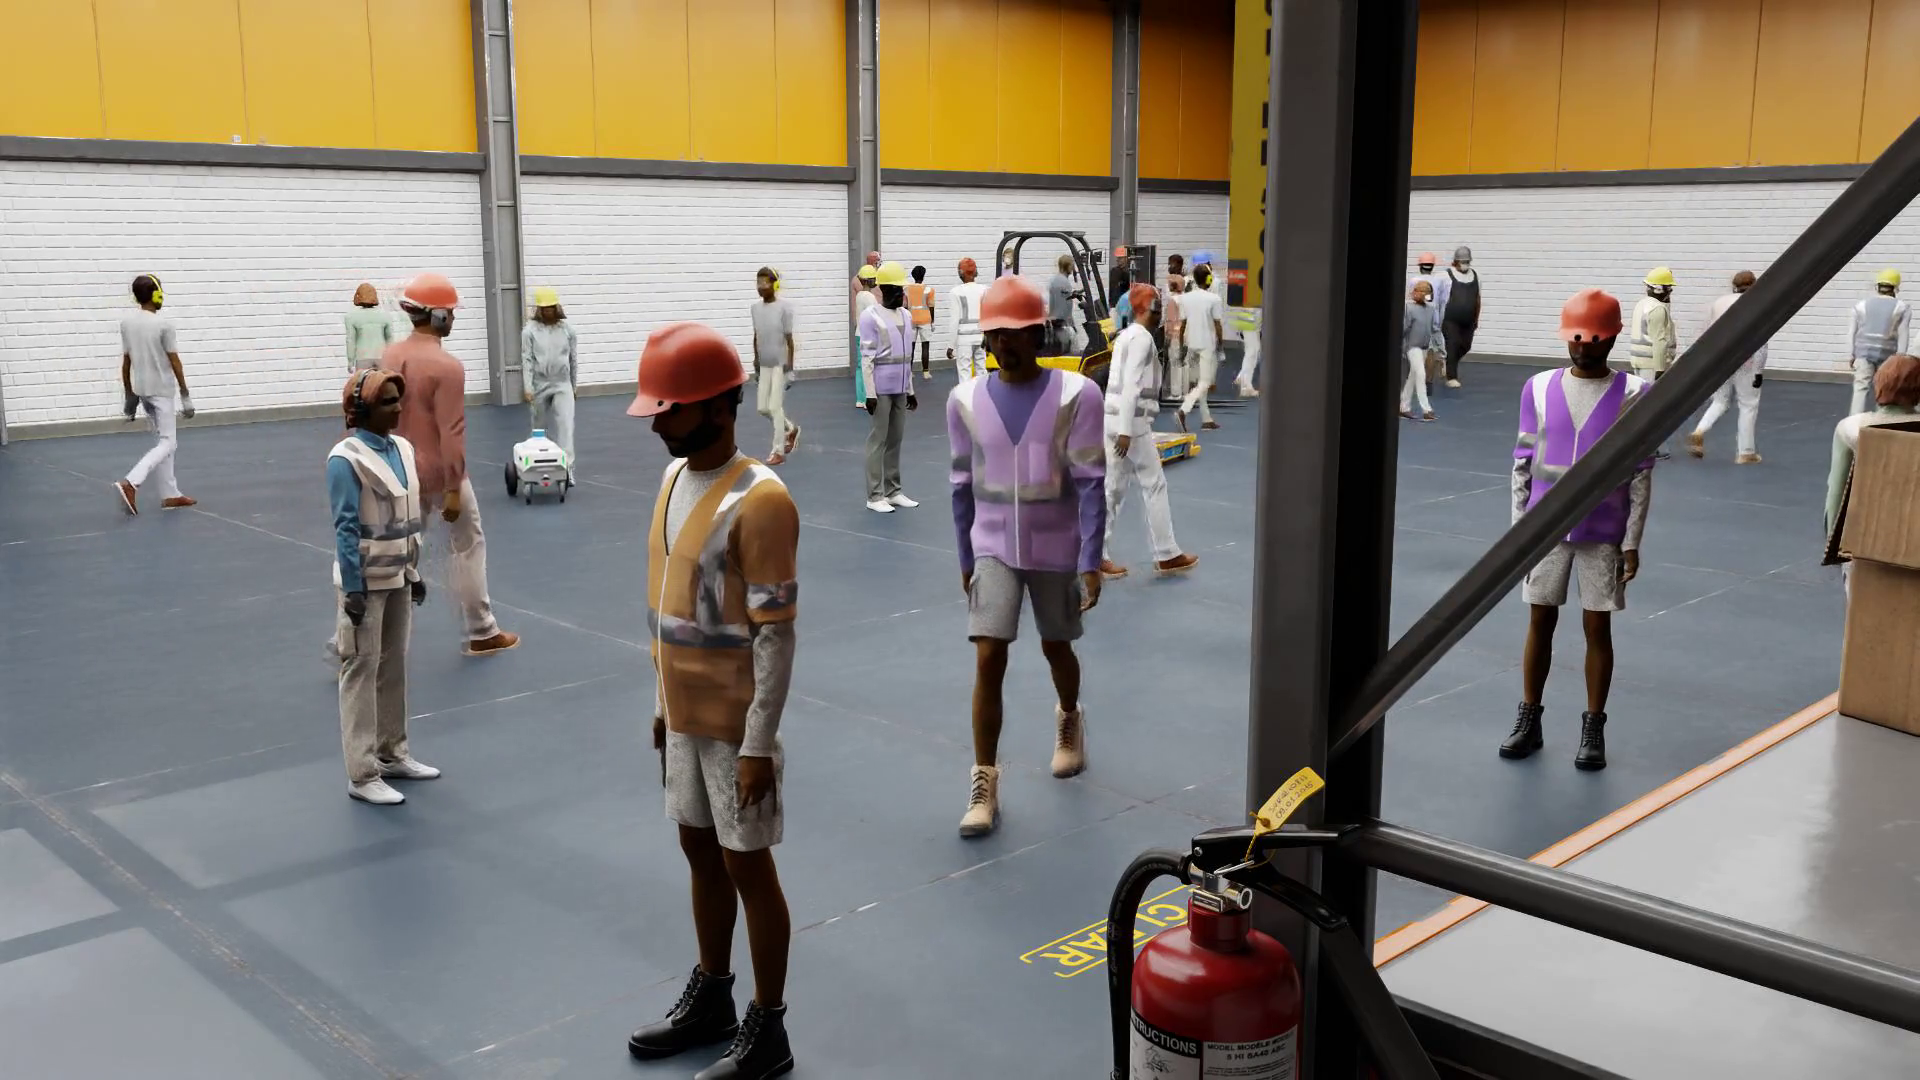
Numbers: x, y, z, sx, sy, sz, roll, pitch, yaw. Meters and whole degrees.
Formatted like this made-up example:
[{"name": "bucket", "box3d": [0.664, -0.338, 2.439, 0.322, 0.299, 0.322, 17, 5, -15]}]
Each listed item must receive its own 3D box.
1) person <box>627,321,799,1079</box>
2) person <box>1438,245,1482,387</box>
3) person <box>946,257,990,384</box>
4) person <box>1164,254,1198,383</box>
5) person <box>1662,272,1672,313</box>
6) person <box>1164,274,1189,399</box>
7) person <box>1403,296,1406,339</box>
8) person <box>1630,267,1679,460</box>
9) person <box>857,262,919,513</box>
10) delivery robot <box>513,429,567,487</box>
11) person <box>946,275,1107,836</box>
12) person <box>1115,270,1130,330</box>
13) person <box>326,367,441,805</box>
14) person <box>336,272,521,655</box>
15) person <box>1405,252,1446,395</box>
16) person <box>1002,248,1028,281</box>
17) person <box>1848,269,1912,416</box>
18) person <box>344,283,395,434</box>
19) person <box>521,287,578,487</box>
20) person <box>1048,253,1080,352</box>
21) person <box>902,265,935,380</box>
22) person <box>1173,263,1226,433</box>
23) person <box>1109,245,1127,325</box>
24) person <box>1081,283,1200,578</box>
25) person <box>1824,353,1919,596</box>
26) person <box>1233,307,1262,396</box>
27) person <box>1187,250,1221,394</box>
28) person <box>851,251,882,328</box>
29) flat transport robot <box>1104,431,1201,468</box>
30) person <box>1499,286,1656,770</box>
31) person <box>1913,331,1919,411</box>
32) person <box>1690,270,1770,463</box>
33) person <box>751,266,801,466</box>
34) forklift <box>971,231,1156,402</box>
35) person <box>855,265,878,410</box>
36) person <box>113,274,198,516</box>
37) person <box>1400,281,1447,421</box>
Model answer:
[{"name": "person", "box3d": [-0.625, 0.425, 4.133, 0.369, 1.929, 0.542, -8, 13, -38]}, {"name": "person", "box3d": [7.032, -3.206, 23.625, 0.693, 2.000, 0.809, -2, 11, -11]}, {"name": "person", "box3d": [0.111, -2.194, 18.536, 0.573, 1.884, 0.353, -7, 12, -33]}, {"name": "person", "box3d": [2.975, -2.986, 22.900, 0.992, 1.864, 0.613, -6, 12, -32]}, {"name": "person", "box3d": [10.296, -3.151, 24.435, 0.286, 1.633, 0.499, 3, 11, 16]}, {"name": "person", "box3d": [2.784, -2.587, 21.352, 0.311, 1.637, 0.521, 7, 12, 32]}, {"name": "person", "box3d": [4.593, -2.164, 18.302, 0.565, 1.916, 0.566, 5, 11, 24]}, {"name": "person", "box3d": [6.637, -1.690, 15.933, 0.403, 1.830, 0.591, 1, 10, 3]}, {"name": "person", "box3d": [-0.541, -1.184, 12.913, 0.366, 1.927, 0.585, 7, 13, 34]}, {"name": "delivery robot", "box3d": [-3.417, -0.656, 13.520, 0.477, 0.478, 0.707, -4, 11, -21]}, {"name": "person", "box3d": [0.261, 0.013, 6.212, 0.622, 2.004, 1.028, 3, 11, 15]}, {"name": "person", "box3d": [2.309, -2.797, 22.413, 0.798, 1.667, 0.538, 4, 11, 22]}, {"name": "person", "box3d": [-2.206, 0.166, 6.331, 0.315, 1.641, 0.515, 2, 11, 10]}, {"name": "person", "box3d": [-2.670, -0.331, 8.184, 0.611, 1.970, 0.939, 7, 12, 33]}, {"name": "person", "box3d": [6.219, -2.909, 22.378, 0.588, 1.902, 0.719, 0, 10, -1]}, {"name": "person", "box3d": [0.762, -3.545, 25.750, 0.364, 1.939, 0.636, -10, 14, -44]}, {"name": "person", "box3d": [9.602, -1.938, 17.426, 0.600, 1.789, 0.926, 9, 14, 41]}, {"name": "person", "box3d": [-6.189, -1.876, 17.479, 0.500, 1.636, 0.281, -7, 12, -33]}, {"name": "person", "box3d": [-3.537, -1.336, 14.381, 0.482, 1.695, 0.924, -4, 11, -21]}, {"name": "person", "box3d": [1.417, -2.804, 21.840, 1.012, 1.884, 0.652, 0, 10, -2]}, {"name": "person", "box3d": [-0.612, -3.220, 24.667, 0.530, 1.689, 0.321, 4, 11, 22]}, {"name": "person", "box3d": [2.592, -2.072, 18.030, 0.855, 1.837, 0.523, -10, 14, -43]}, {"name": "person", "box3d": [2.544, -3.726, 26.655, 0.642, 1.965, 0.759, 10, 14, 43]}, {"name": "person", "box3d": [1.148, -0.675, 10.391, 0.845, 1.828, 0.658, -2, 11, -9]}, {"name": "person", "box3d": [4.042, 0.001, 7.255, 0.527, 1.624, 0.528, 9, 13, 39]}, {"name": "person", "box3d": [3.905, -2.817, 22.120, 0.443, 1.825, 0.631, 0, 10, -1]}, {"name": "person", "box3d": [3.185, -2.912, 22.316, 0.625, 1.924, 0.634, -5, 11, -23]}, {"name": "person", "box3d": [-1.171, -3.019, 22.967, 0.637, 1.911, 0.406, 5, 11, 24]}, {"name": "flat transport robot", "box3d": [1.723, -0.864, 15.685, 0.652, 0.197, 1.431, 6, 12, 28]}, {"name": "person", "box3d": [2.474, -0.044, 6.679, 0.543, 1.933, 0.364, 6, 12, 31]}, {"name": "person", "box3d": [5.981, -0.636, 9.890, 0.632, 1.940, 0.372, 9, 14, 42]}, {"name": "person", "box3d": [7.209, -1.609, 15.530, 0.648, 1.815, 0.657, -7, 12, -33]}, {"name": "person", "box3d": [-1.690, -1.628, 15.561, 0.525, 1.856, 0.579, 7, 12, 33]}, {"name": "forklift", "box3d": [1.222, -2.721, 20.561, 2.313, 2.155, 1.214, 2, 11, 13]}, {"name": "person", "box3d": [-1.121, -2.480, 20.407, 0.308, 1.772, 0.525, -5, 11, -24]}, {"name": "person", "box3d": [-6.214, -1.107, 12.746, 0.524, 1.842, 0.774, 4, 11, 23]}, {"name": "person", "box3d": [5.354, -2.163, 19.115, 0.503, 1.607, 0.711, -8, 13, -38]}]
